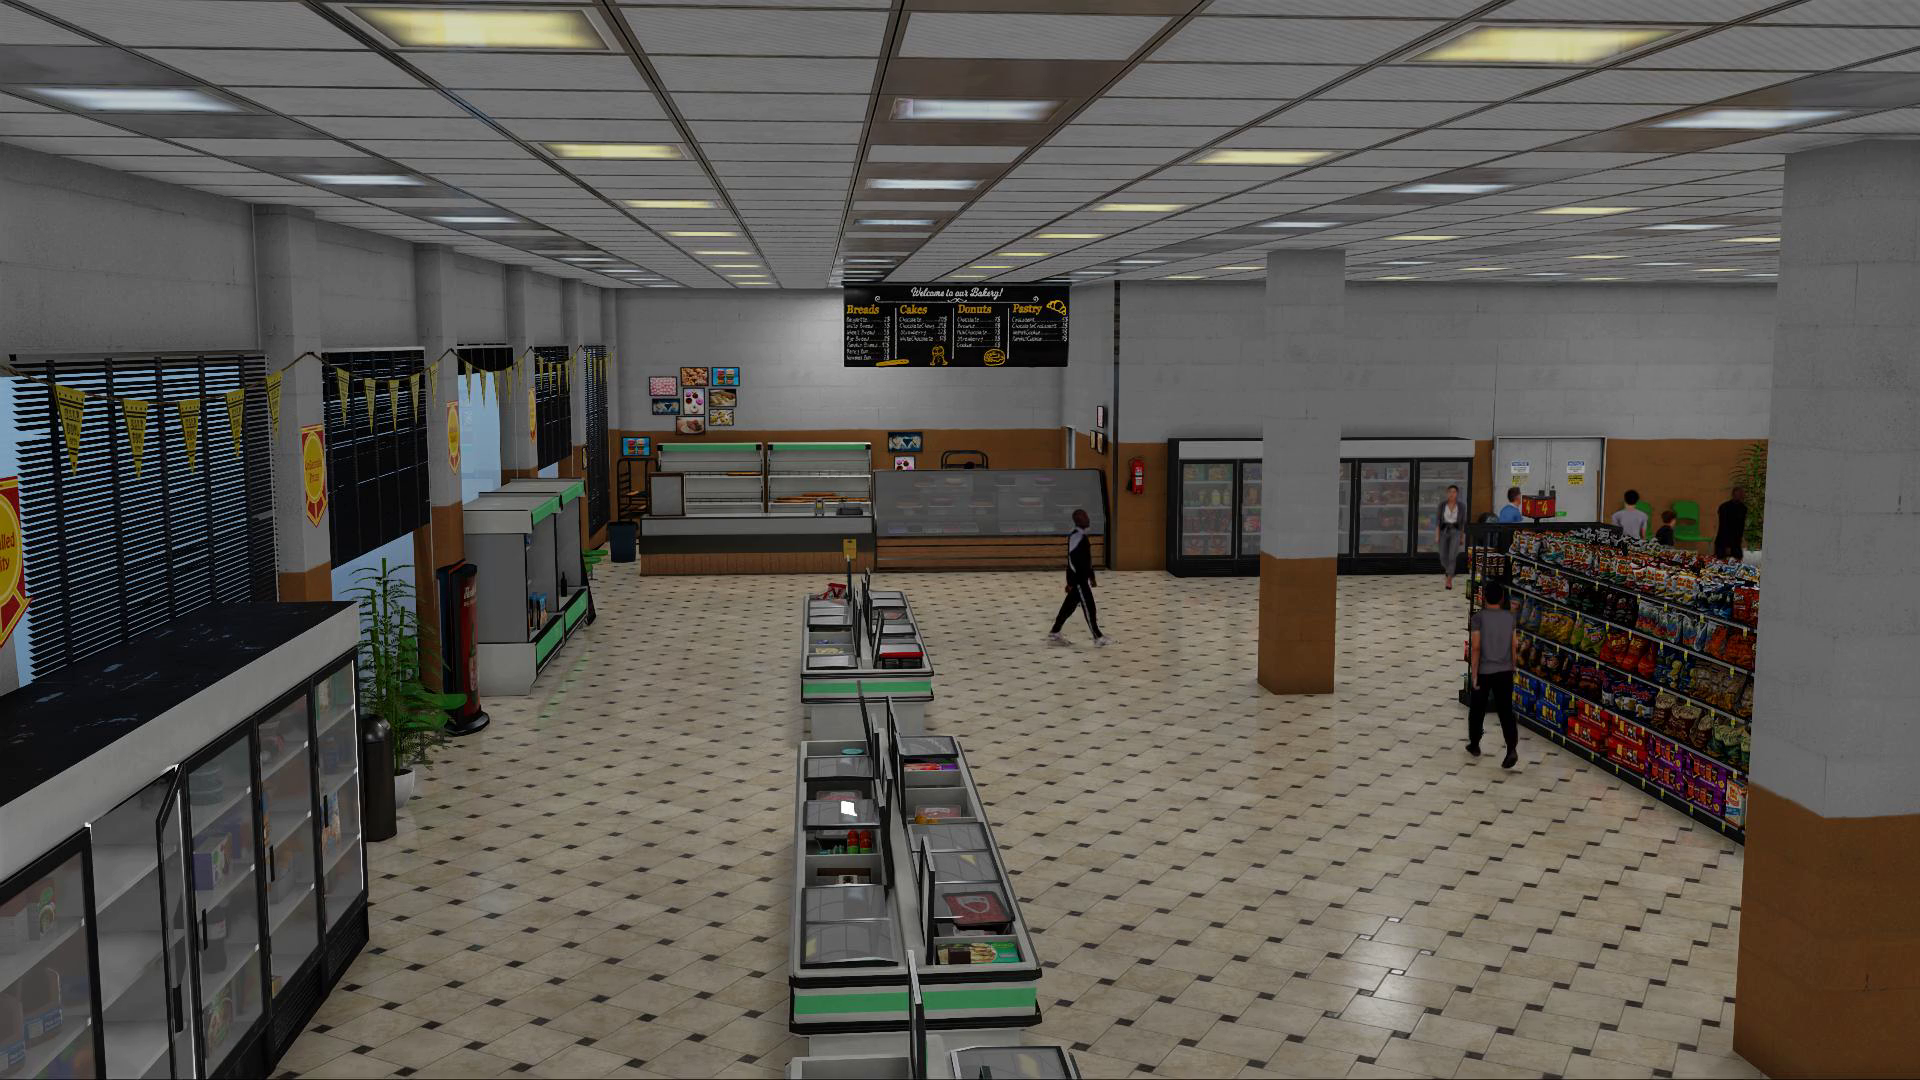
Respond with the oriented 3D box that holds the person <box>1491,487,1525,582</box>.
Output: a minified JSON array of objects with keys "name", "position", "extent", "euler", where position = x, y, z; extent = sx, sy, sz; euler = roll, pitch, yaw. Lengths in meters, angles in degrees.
[{"name":"person","position":[8.167,0.124,24.923],"extent":[1.005,1.775,1.196],"euler":[-3,8,-25]}]

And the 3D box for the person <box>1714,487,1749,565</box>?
[{"name":"person","position":[11.571,0.092,25.190],"extent":[0.903,1.774,1.187],"euler":[-2,7,-16]}]

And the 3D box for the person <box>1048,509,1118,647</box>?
[{"name":"person","position":[1.450,0.511,21.648],"extent":[1.021,1.792,1.201],"euler":[2,7,13]}]

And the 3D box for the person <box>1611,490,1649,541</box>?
[{"name":"person","position":[9.562,0.224,23.780],"extent":[0.766,1.850,0.919],"euler":[1,7,6]}]

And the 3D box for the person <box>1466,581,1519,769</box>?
[{"name":"person","position":[5.037,1.272,15.603],"extent":[0.704,1.731,1.167],"euler":[0,7,1]}]

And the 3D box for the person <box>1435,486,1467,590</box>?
[{"name":"person","position":[7.903,-0.043,26.779],"extent":[0.858,1.660,1.006],"euler":[3,7,21]}]

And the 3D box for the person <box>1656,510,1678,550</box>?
[{"name":"person","position":[10.575,0.280,25.118],"extent":[0.737,1.417,0.909],"euler":[1,7,10]}]
